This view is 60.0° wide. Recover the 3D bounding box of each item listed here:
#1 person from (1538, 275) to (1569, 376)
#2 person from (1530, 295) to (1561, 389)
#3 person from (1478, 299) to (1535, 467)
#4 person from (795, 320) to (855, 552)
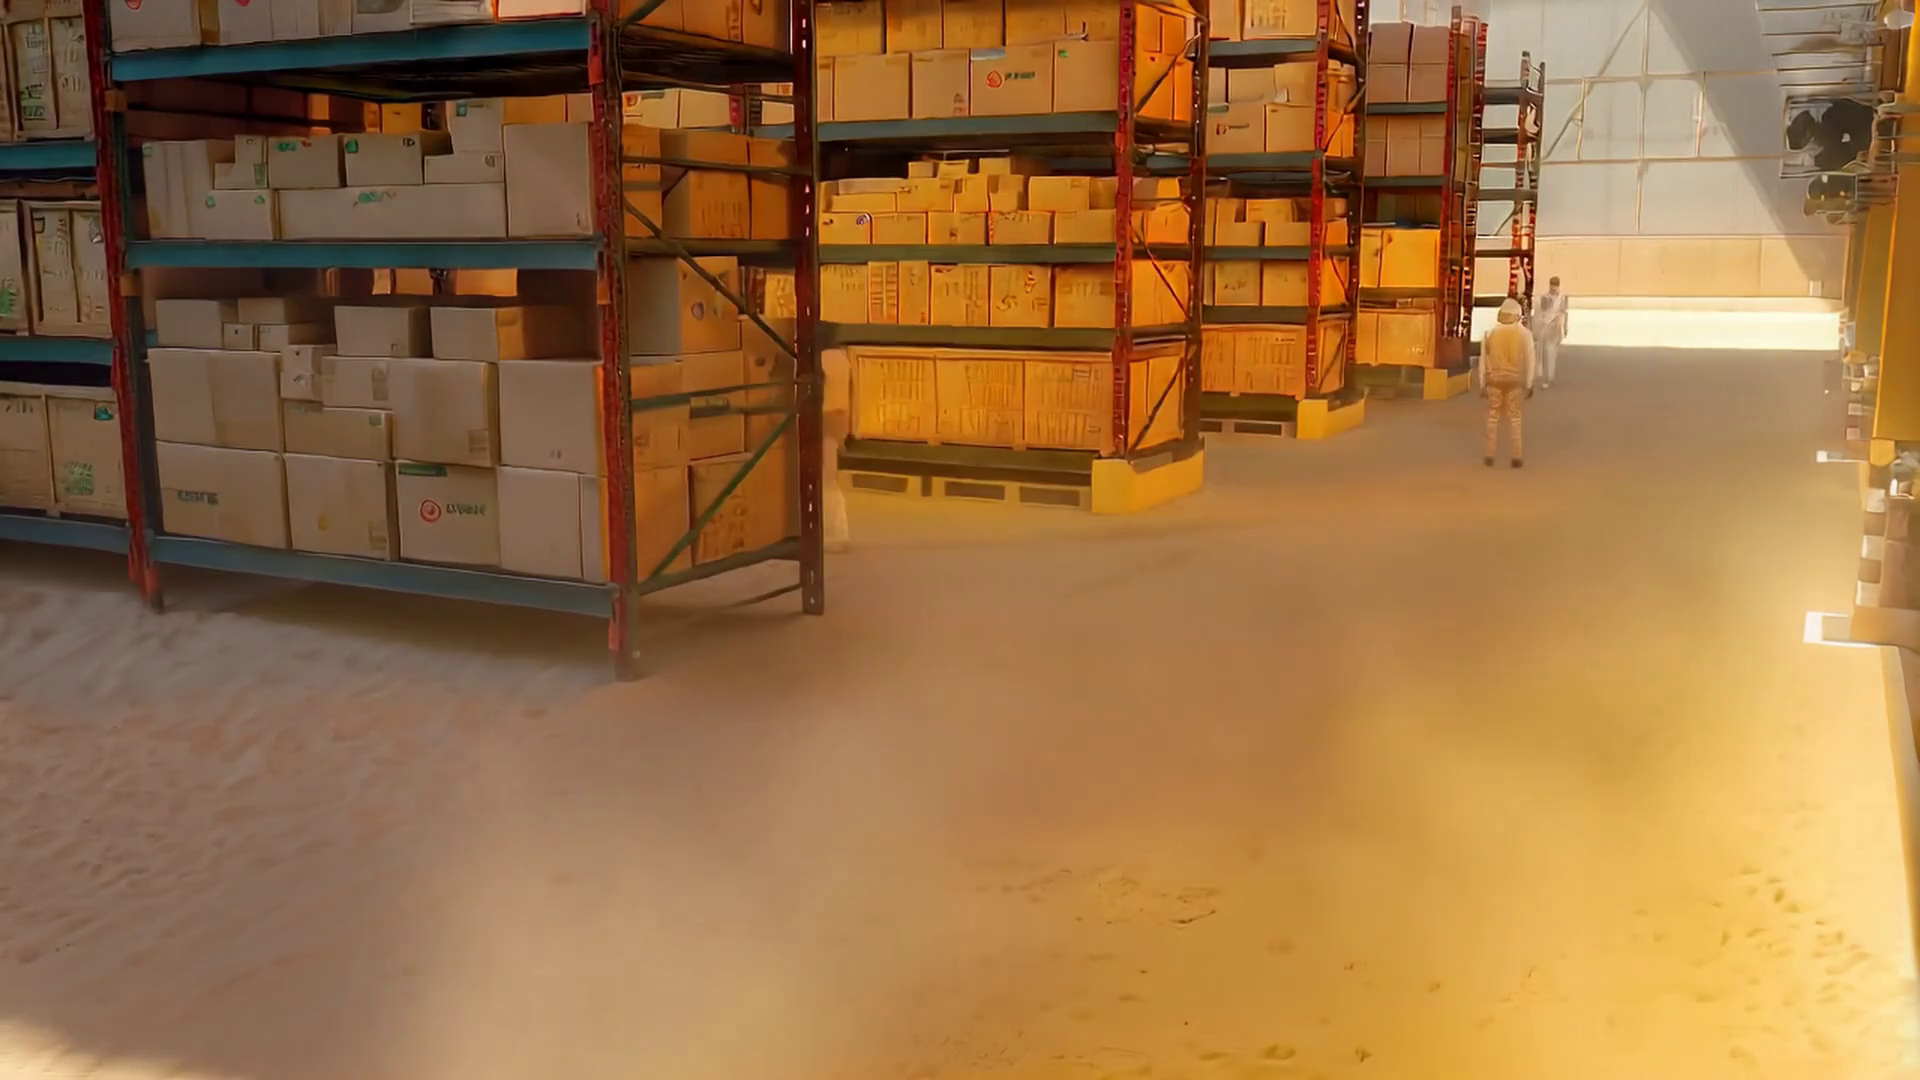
[{"bbox_3d":[11.175,-4.028,31.364,0.570,1.902,0.846,5,11,25],"label":"person"},{"bbox_3d":[9.905,-3.343,28.264,0.545,1.598,0.807,7,12,37],"label":"person"},{"bbox_3d":[5.967,-1.709,18.169,0.586,1.833,0.403,4,10,20],"label":"person"},{"bbox_3d":[-1.128,-0.824,13.056,0.676,1.816,0.663,4,10,21],"label":"person"}]
